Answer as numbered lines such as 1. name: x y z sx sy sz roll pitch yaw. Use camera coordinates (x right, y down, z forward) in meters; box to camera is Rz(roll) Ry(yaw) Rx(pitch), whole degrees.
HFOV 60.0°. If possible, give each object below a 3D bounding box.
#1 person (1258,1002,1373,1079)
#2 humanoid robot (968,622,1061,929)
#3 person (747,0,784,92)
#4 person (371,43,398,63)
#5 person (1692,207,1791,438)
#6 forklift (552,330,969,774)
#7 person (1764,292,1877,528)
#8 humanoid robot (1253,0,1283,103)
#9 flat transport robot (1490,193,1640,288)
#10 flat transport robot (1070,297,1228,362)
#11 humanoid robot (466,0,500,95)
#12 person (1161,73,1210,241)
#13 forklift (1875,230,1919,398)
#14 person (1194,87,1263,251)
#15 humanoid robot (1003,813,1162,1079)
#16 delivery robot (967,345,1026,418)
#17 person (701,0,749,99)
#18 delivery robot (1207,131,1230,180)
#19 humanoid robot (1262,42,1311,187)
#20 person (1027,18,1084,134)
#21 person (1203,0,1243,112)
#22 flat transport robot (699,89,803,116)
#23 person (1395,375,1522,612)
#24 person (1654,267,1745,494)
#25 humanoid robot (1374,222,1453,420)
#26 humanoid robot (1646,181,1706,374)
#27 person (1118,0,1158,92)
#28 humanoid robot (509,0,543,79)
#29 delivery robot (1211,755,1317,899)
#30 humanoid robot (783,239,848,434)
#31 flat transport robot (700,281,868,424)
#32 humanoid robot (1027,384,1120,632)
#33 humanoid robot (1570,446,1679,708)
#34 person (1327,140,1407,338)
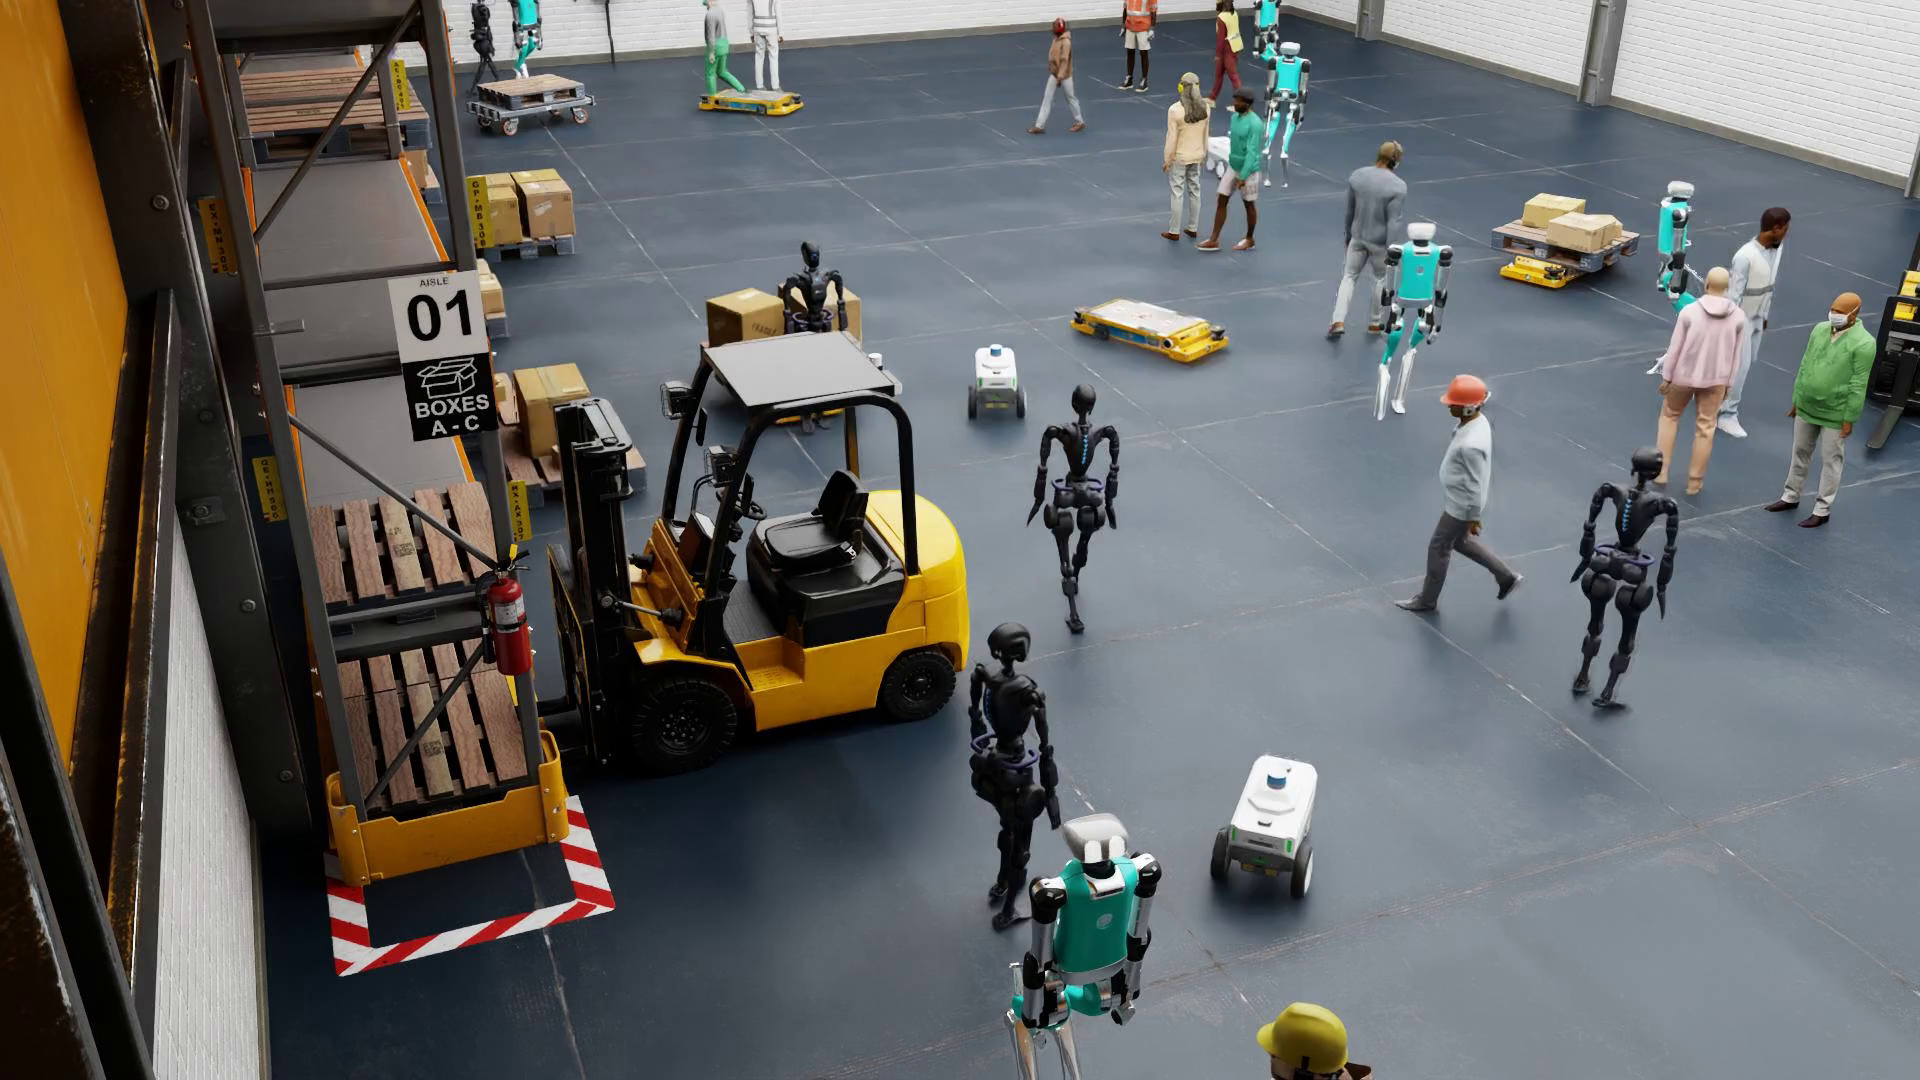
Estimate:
1. person: 1.140 2.305 5.623 0.409 1.867 0.793 5 27 10
2. humanoid robot: 0.260 1.141 8.145 0.374 1.646 0.601 -22 34 -37
3. person: -3.036 -7.928 25.975 0.566 1.878 0.353 7 28 14
4. person: -8.667 -7.422 25.010 0.472 1.826 0.598 5 27 10
5. person: 6.525 -1.843 13.848 0.676 1.887 0.598 -18 32 -32
6. forklift: -1.094 0.010 9.831 2.313 2.155 1.214 -10 28 -20
7. person: 6.358 -0.964 12.229 0.384 1.779 0.547 -13 30 -24
8. humanoid robot: 4.757 -7.429 25.155 0.548 1.804 0.782 -21 33 -36
9. flat transport robot: 6.511 -3.027 18.009 1.431 0.231 0.659 -23 35 -38
10. flat transport robot: 1.815 -2.043 16.051 1.431 0.231 0.659 23 35 38
11. humanoid robot: -7.479 -7.814 26.025 0.787 1.624 0.615 -18 32 -32
12. person: 2.561 -4.320 18.794 0.553 1.877 0.414 -12 29 -23
13. forklift: 9.029 -2.397 14.618 1.214 2.155 2.313 18 32 32
14. person: 3.008 -4.047 18.309 0.838 1.819 0.520 -15 31 -28
15. humanoid robot: 0.419 1.723 6.777 0.533 1.677 0.735 -10 28 -20
16. delivery robot: 0.310 -1.390 14.438 0.499 0.599 0.787 0 27 -1
17. person: -3.605 -7.413 25.003 0.727 1.824 0.551 7 28 14
18. delivery robot: 3.520 -4.987 21.609 0.499 0.614 0.818 -8 28 -16
19. humanoid robot: 4.030 -5.277 20.866 0.530 1.802 0.694 10 28 19
20. person: 1.410 -6.565 23.545 0.870 1.602 0.457 -16 31 -29
21. person: 3.951 -7.303 24.902 0.865 1.717 0.476 12 29 22
22. flat transport robot: -3.160 -6.630 25.176 1.431 0.231 0.659 9 28 18
23. person: 3.361 -0.277 10.921 0.719 1.719 0.558 8 28 16
24. person: 5.654 -1.212 12.745 0.543 1.766 0.489 5 27 10
25. humanoid robot: 3.784 -1.853 14.096 0.538 1.837 0.705 3 27 5
26. humanoid robot: 6.569 -2.341 15.000 0.705 1.772 0.531 3 27 6
27. person: 2.794 -8.062 26.135 0.613 1.963 0.361 19 32 33
28. humanoid robot: -6.790 -7.686 25.722 0.722 1.867 0.539 19 32 33
29. delivery robot: 1.639 1.480 8.737 0.499 0.606 0.808 10 28 19
30. humanoid robot: -1.178 -1.686 13.784 0.589 1.646 0.450 -13 30 -24
31. flat transport robot: -1.570 -1.395 14.761 0.659 0.231 1.431 -13 29 -23
32. humanoid robot: 0.738 -0.264 10.994 0.609 1.627 0.771 -5 27 -9
33. humanoid robot: 3.945 0.221 9.991 0.600 1.651 0.402 23 35 38
34. person: 3.898 -2.848 15.822 0.645 1.909 0.733 24 35 39
